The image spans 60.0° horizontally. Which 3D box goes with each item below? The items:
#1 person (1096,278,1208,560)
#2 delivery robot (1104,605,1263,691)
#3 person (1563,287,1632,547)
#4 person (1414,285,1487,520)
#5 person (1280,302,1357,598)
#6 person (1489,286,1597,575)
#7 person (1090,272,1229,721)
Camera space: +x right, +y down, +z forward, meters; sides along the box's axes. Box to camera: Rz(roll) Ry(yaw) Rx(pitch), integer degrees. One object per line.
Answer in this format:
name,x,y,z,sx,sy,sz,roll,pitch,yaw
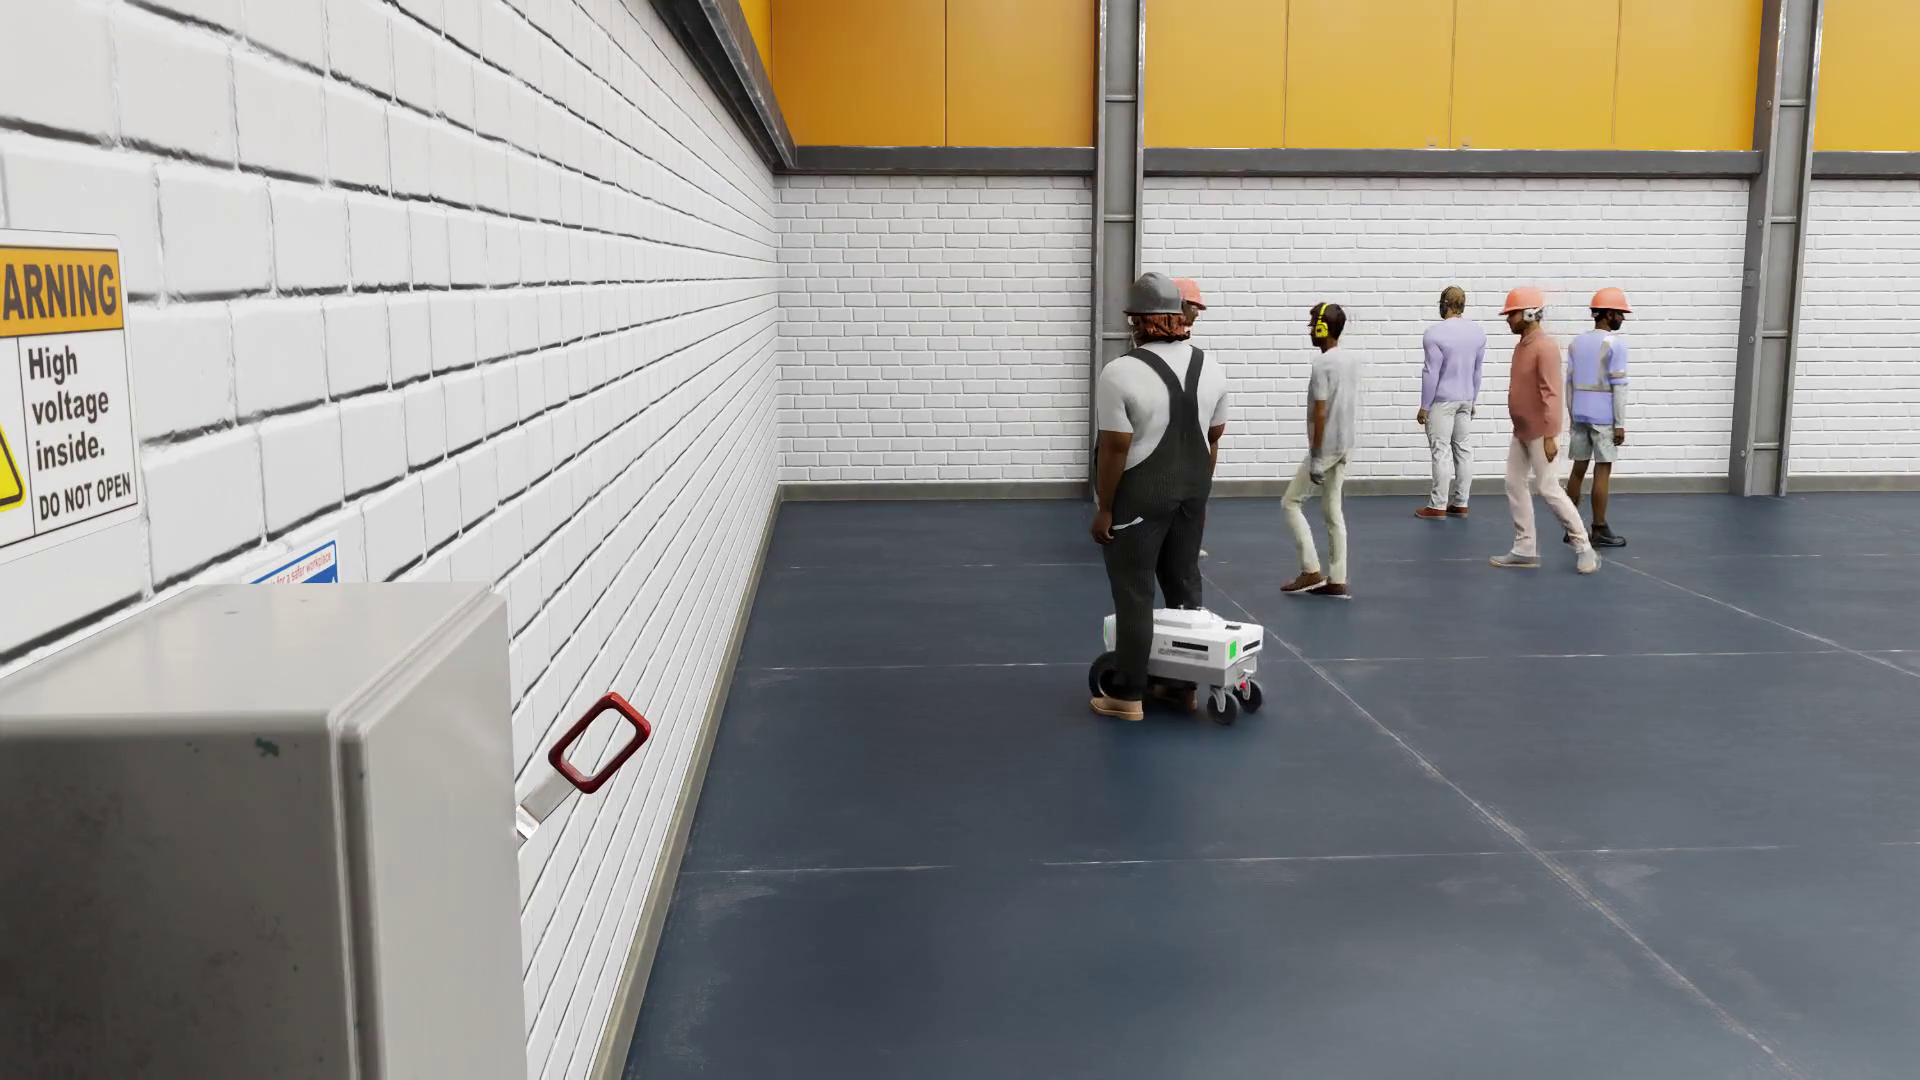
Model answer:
person,1.401,-0.858,11.867,0.749,2.010,0.615,5,10,28
delivery robot,1.034,0.477,7.722,0.707,0.478,0.477,6,11,34
person,4.776,-0.915,12.439,0.376,1.934,0.547,-4,10,-23
person,4.047,-1.130,13.774,0.631,1.939,0.369,-5,10,-29
person,2.250,-0.559,10.455,0.511,1.852,0.533,8,12,42
person,4.022,-0.754,11.394,0.709,1.957,0.646,0,9,-1
person,0.852,-0.204,7.638,0.684,2.000,0.538,-6,11,-32
